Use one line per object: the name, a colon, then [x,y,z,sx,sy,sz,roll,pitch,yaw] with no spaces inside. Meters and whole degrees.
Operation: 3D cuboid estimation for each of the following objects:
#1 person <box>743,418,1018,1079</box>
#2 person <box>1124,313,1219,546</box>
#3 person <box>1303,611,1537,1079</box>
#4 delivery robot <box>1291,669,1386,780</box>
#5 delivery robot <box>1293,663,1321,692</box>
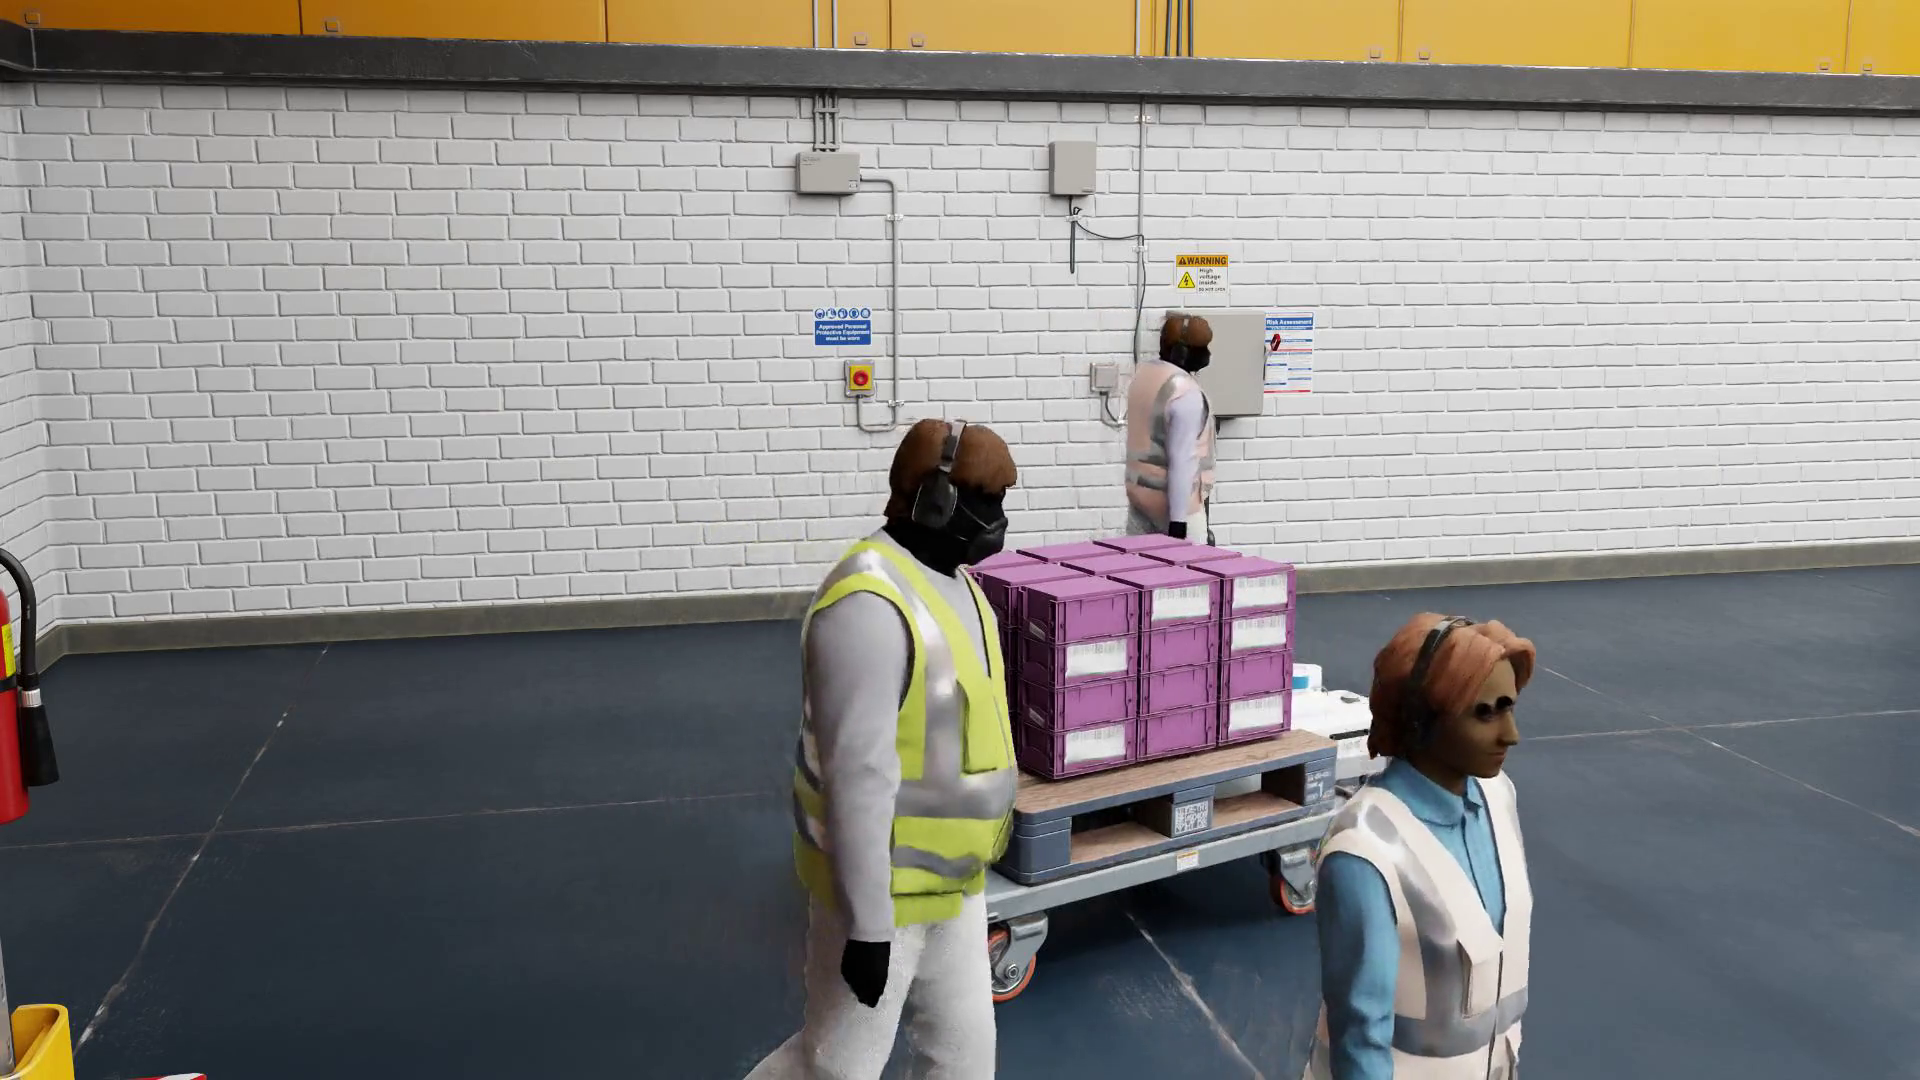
person: [-0.194,0.651,3.320,0.835,1.799,0.677,3,11,18]
person: [0.918,-0.193,8.004,0.883,1.798,0.666,-3,11,-18]
person: [0.693,0.889,2.543,0.541,1.585,0.878,-10,14,-43]
delivery robot: [1.226,0.717,6.114,0.707,0.478,0.477,-5,11,-26]
delivery robot: [1.088,0.614,6.687,0.707,0.478,0.477,2,10,11]
